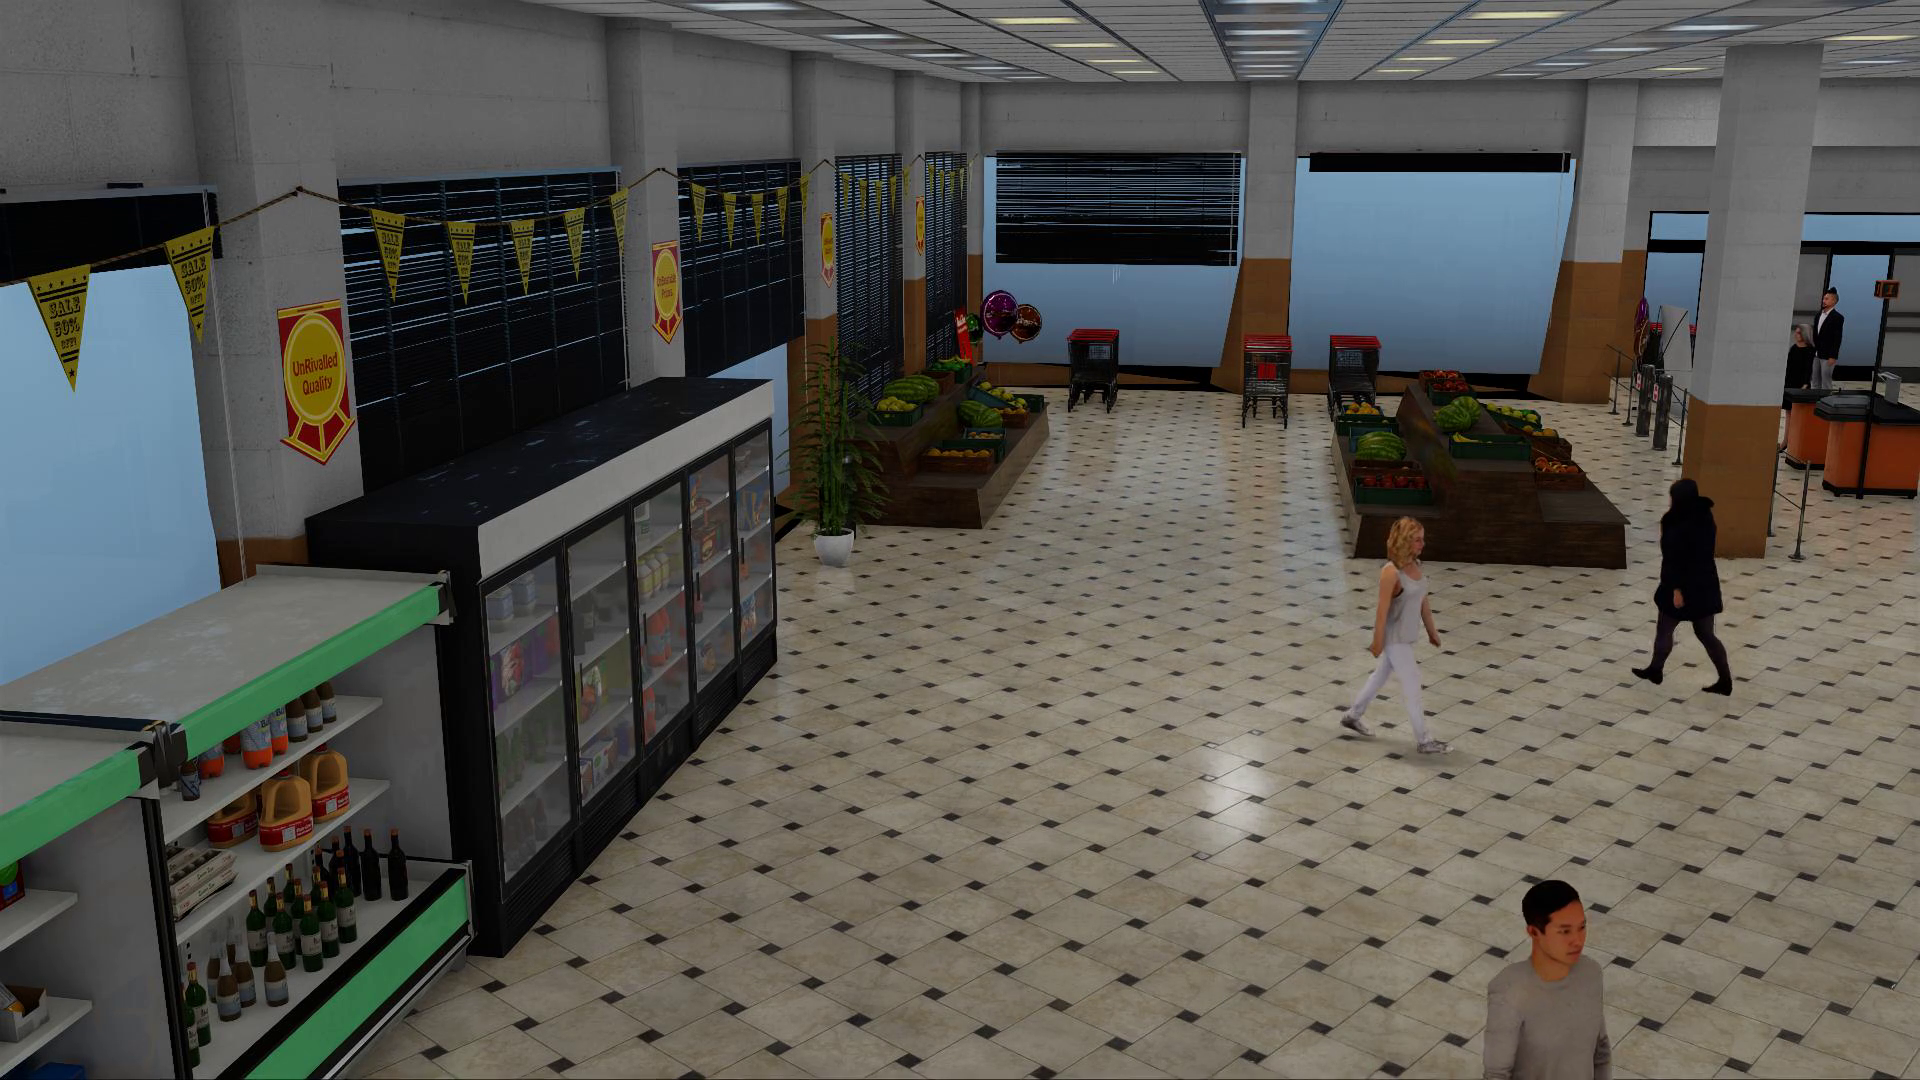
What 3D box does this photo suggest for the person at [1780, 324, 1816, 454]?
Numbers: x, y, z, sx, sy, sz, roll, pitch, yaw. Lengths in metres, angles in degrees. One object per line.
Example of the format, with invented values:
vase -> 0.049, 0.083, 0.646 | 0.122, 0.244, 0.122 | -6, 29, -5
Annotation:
person -> 11.115, -2.003, 22.100 | 0.735, 1.747, 0.617 | -2, 14, -10

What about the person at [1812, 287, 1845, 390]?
person -> 13.078, -2.845, 25.141 | 0.852, 1.950, 0.683 | -3, 14, -13

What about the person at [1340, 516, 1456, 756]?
person -> 2.939, 0.644, 11.440 | 0.968, 1.629, 1.106 | 10, 17, 36

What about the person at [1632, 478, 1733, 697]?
person -> 5.538, 0.395, 12.467 | 1.044, 1.629, 1.142 | -8, 16, -30

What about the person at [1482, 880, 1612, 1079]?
person -> 1.919, 1.966, 5.655 | 1.092, 1.786, 1.164 | -9, 16, -32
